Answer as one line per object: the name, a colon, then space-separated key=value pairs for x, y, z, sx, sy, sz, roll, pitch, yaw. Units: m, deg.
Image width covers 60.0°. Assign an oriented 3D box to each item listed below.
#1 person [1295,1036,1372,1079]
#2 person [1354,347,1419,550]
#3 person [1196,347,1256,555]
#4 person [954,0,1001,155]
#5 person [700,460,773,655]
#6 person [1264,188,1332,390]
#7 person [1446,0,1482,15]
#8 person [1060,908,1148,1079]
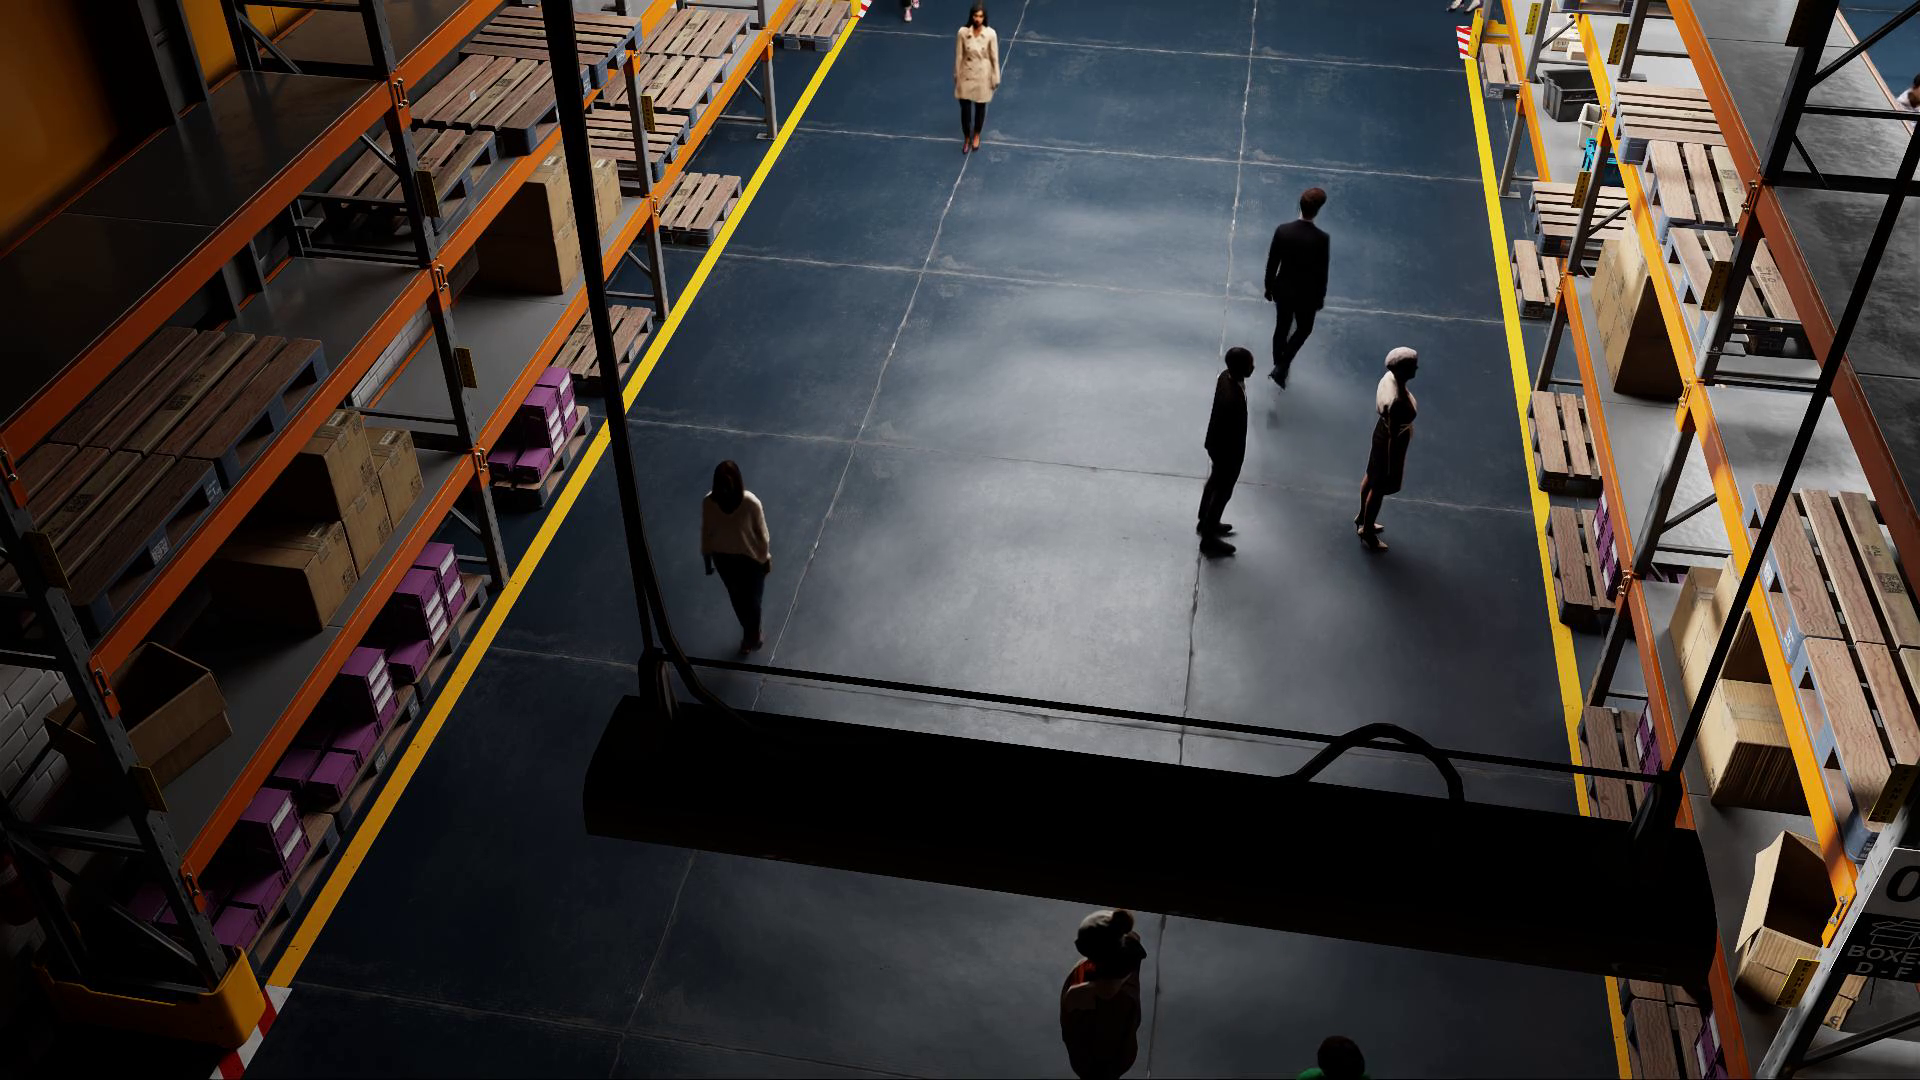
person: x=1.739 y=2.908 z=8.273 sx=0.843 sy=1.606 sz=1.194 roll=-5 pitch=39 yaw=-7
person: x=3.249 y=-0.711 z=12.685 sx=0.713 sy=1.755 sz=0.485 roll=3 pitch=39 yaw=4
person: x=2.013 y=-0.693 z=12.628 sx=0.744 sy=1.799 sz=0.527 roll=1 pitch=39 yaw=1
person: x=0.188 y=-5.100 z=18.249 sx=0.681 sy=1.671 sz=0.593 roll=6 pitch=39 yaw=7
person: x=-1.539 y=0.078 z=11.765 sx=0.643 sy=1.671 sz=0.577 roll=7 pitch=39 yaw=9
person: x=2.876 y=-2.105 z=14.341 sx=0.889 sy=1.867 sz=1.008 roll=19 pitch=42 yaw=22
person: x=6.705 y=-7.600 z=21.266 sx=0.781 sy=1.813 sz=0.731 roll=17 pitch=42 yaw=21
person: x=0.769 y=2.493 z=8.559 sx=0.748 sy=1.898 sz=0.597 roll=4 pitch=39 yaw=6
